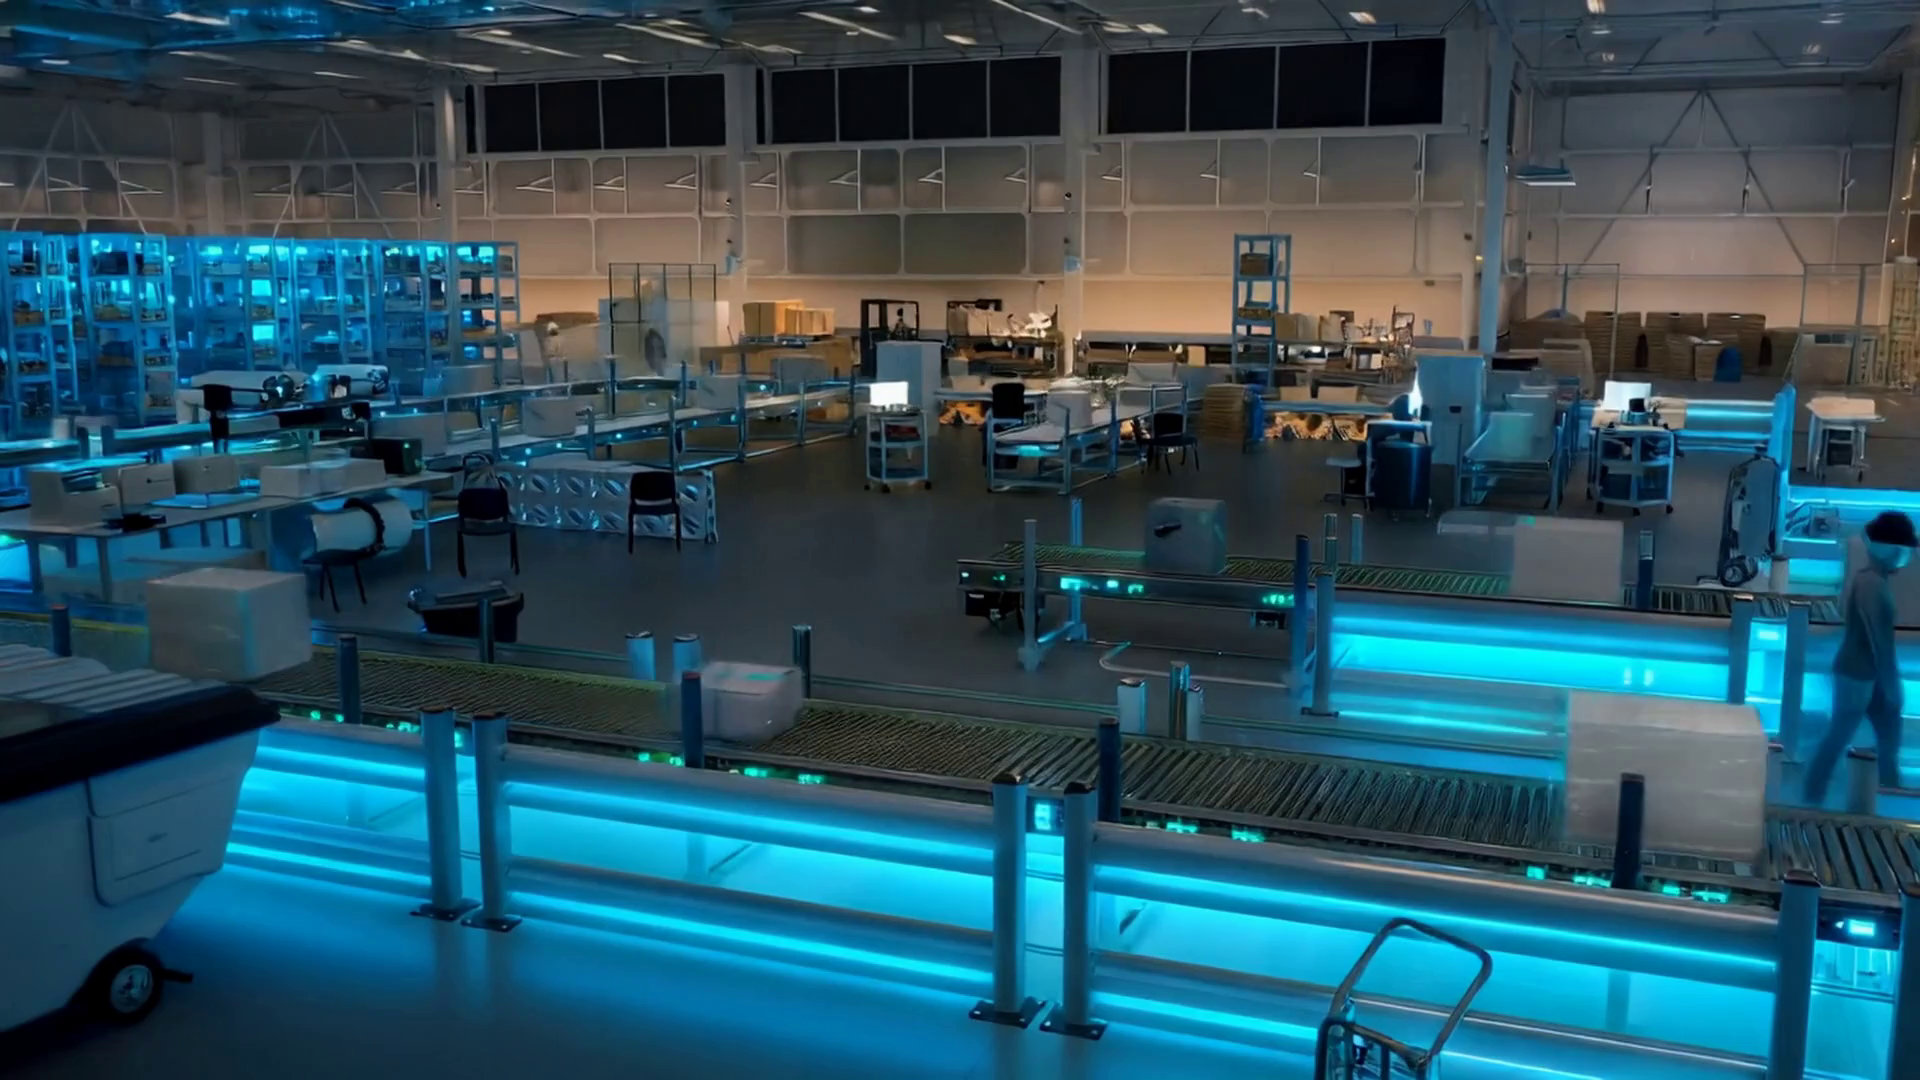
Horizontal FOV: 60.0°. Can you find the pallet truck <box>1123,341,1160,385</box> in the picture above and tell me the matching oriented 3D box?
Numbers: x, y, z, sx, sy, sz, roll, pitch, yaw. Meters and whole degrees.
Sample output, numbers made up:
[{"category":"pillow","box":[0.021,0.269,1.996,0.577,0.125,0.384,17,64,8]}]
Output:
[{"category":"pallet truck","box":[4.445,-4.380,41.279,0.680,1.201,1.601,4,10,22]}]

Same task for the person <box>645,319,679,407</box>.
[{"category":"person","box":[-6.397,-3.793,35.749,0.878,1.872,0.673,-3,10,-18]}]

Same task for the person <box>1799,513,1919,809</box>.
[{"category":"person","box":[4.891,0.726,8.797,0.786,1.737,0.525,5,11,29]}]

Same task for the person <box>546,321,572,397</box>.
[{"category":"person","box":[-8.929,-3.956,36.909,0.592,1.822,0.493,6,11,34]}]

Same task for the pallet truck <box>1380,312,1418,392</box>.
[{"category":"pallet truck","box":[10.207,-4.283,38.369,0.823,1.965,1.885,3,10,20]}]

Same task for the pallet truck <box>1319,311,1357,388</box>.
[{"category":"pallet truck","box":[9.071,-4.419,39.190,0.823,1.965,1.885,5,10,26]}]

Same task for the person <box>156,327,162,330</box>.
[{"category":"person","box":[-17.872,-3.998,37.151,0.578,1.830,0.408,-7,11,-35]}]

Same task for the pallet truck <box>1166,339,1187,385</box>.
[{"category":"pallet truck","box":[5.418,-4.269,40.420,0.704,1.261,1.522,3,10,20]}]

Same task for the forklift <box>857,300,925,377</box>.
[{"category":"forklift","box":[-1.732,-5.109,42.468,1.157,1.987,2.680,4,10,22]}]

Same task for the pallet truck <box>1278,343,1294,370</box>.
[{"category":"pallet truck","box":[7.886,-4.163,39.743,0.653,1.274,1.630,4,10,22]}]

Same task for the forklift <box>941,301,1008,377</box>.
[{"category":"forklift","box":[0.365,-4.966,41.571,1.157,1.987,2.680,3,10,20]}]
